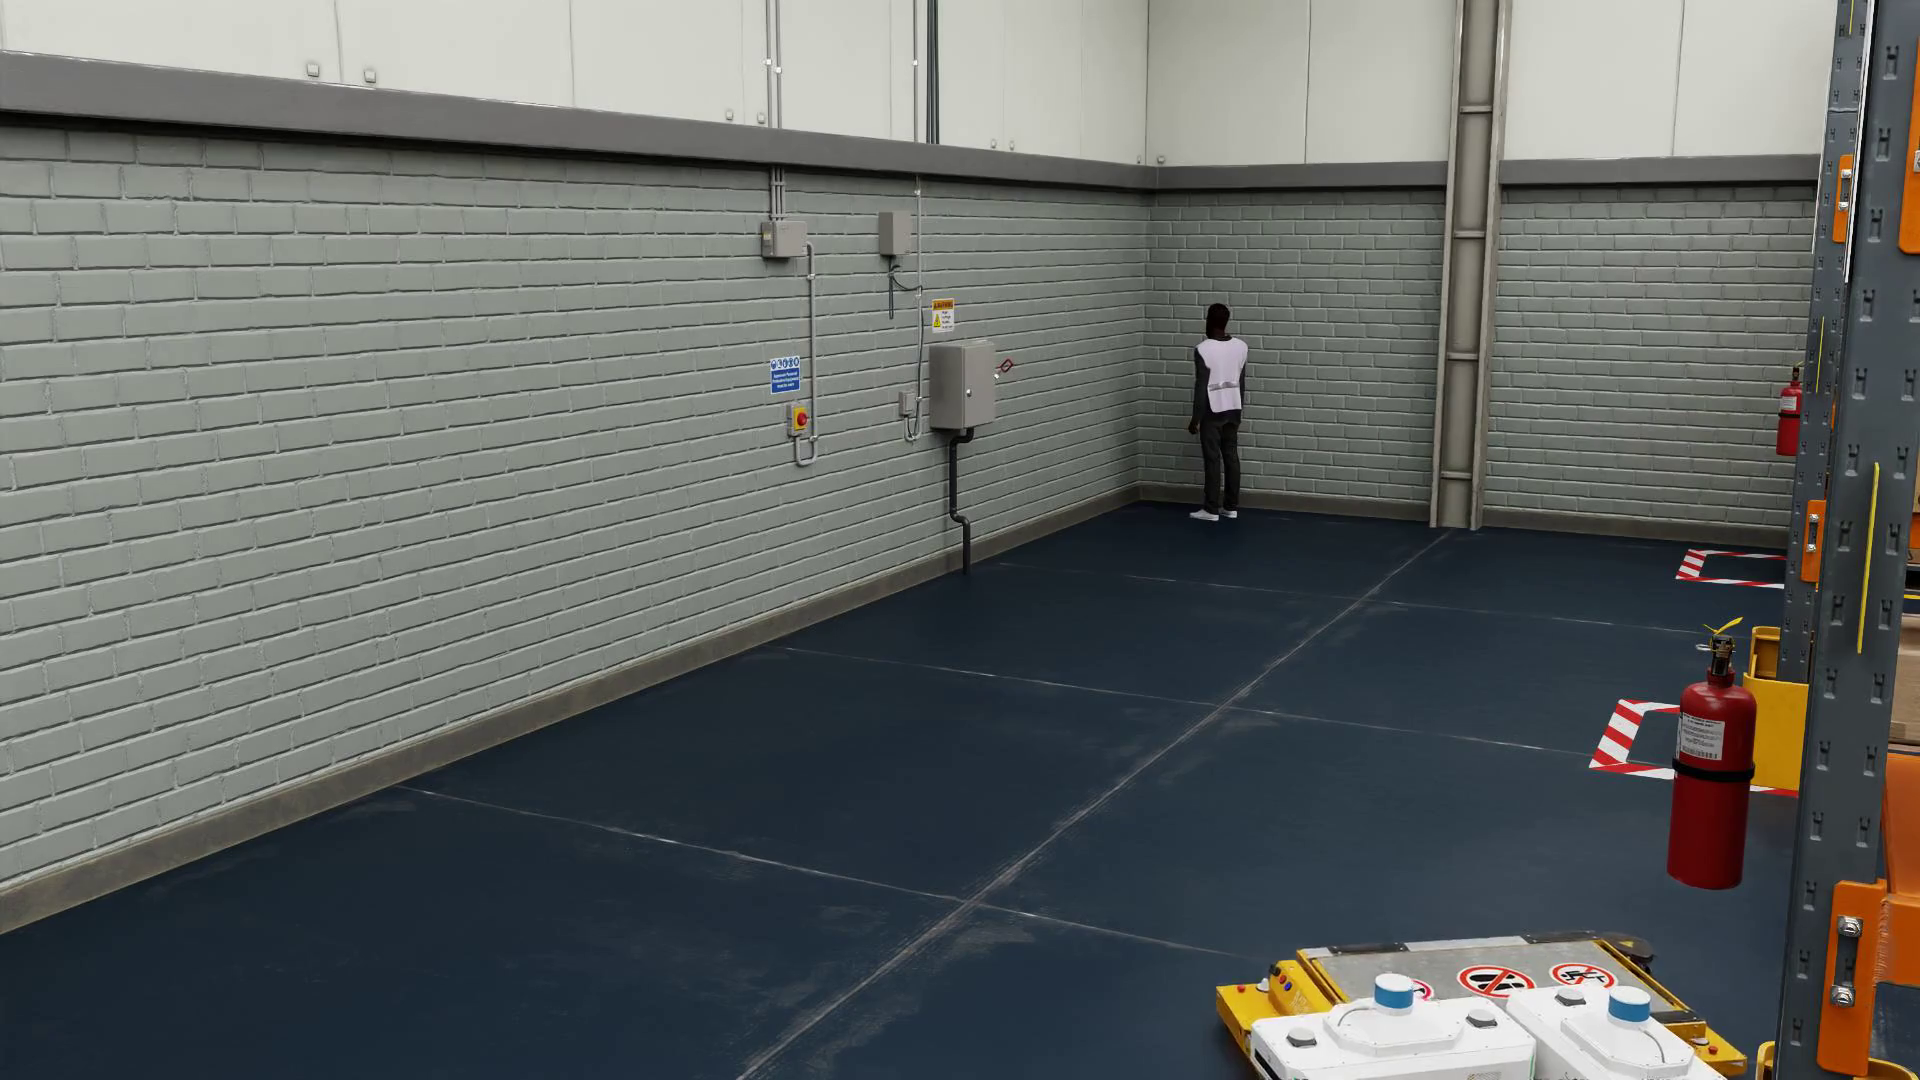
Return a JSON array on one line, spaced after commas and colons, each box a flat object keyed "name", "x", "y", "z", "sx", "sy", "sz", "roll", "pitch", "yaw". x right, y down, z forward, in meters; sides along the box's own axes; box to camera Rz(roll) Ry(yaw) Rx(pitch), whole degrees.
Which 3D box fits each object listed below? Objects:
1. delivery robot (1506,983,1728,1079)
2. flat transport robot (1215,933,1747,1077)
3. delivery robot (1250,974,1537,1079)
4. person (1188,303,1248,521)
[{"name": "delivery robot", "x": 1.735, "y": 1.411, "z": 4.346, "sx": 0.477, "sy": 0.478, "sz": 0.707, "roll": -2, "pitch": 11, "yaw": -12}, {"name": "flat transport robot", "x": 1.573, "y": 1.458, "z": 5.122, "sx": 1.431, "sy": 0.197, "sz": 0.652, "roll": -1, "pitch": 11, "yaw": -8}, {"name": "delivery robot", "x": 1.143, "y": 1.398, "z": 4.420, "sx": 0.707, "sy": 0.478, "sz": 0.477, "roll": -2, "pitch": 11, "yaw": -12}, {"name": "person", "x": 2.290, "y": -1.127, "z": 14.722, "sx": 0.587, "sy": 1.920, "sz": 0.391, "roll": -7, "pitch": 13, "yaw": -34}]
